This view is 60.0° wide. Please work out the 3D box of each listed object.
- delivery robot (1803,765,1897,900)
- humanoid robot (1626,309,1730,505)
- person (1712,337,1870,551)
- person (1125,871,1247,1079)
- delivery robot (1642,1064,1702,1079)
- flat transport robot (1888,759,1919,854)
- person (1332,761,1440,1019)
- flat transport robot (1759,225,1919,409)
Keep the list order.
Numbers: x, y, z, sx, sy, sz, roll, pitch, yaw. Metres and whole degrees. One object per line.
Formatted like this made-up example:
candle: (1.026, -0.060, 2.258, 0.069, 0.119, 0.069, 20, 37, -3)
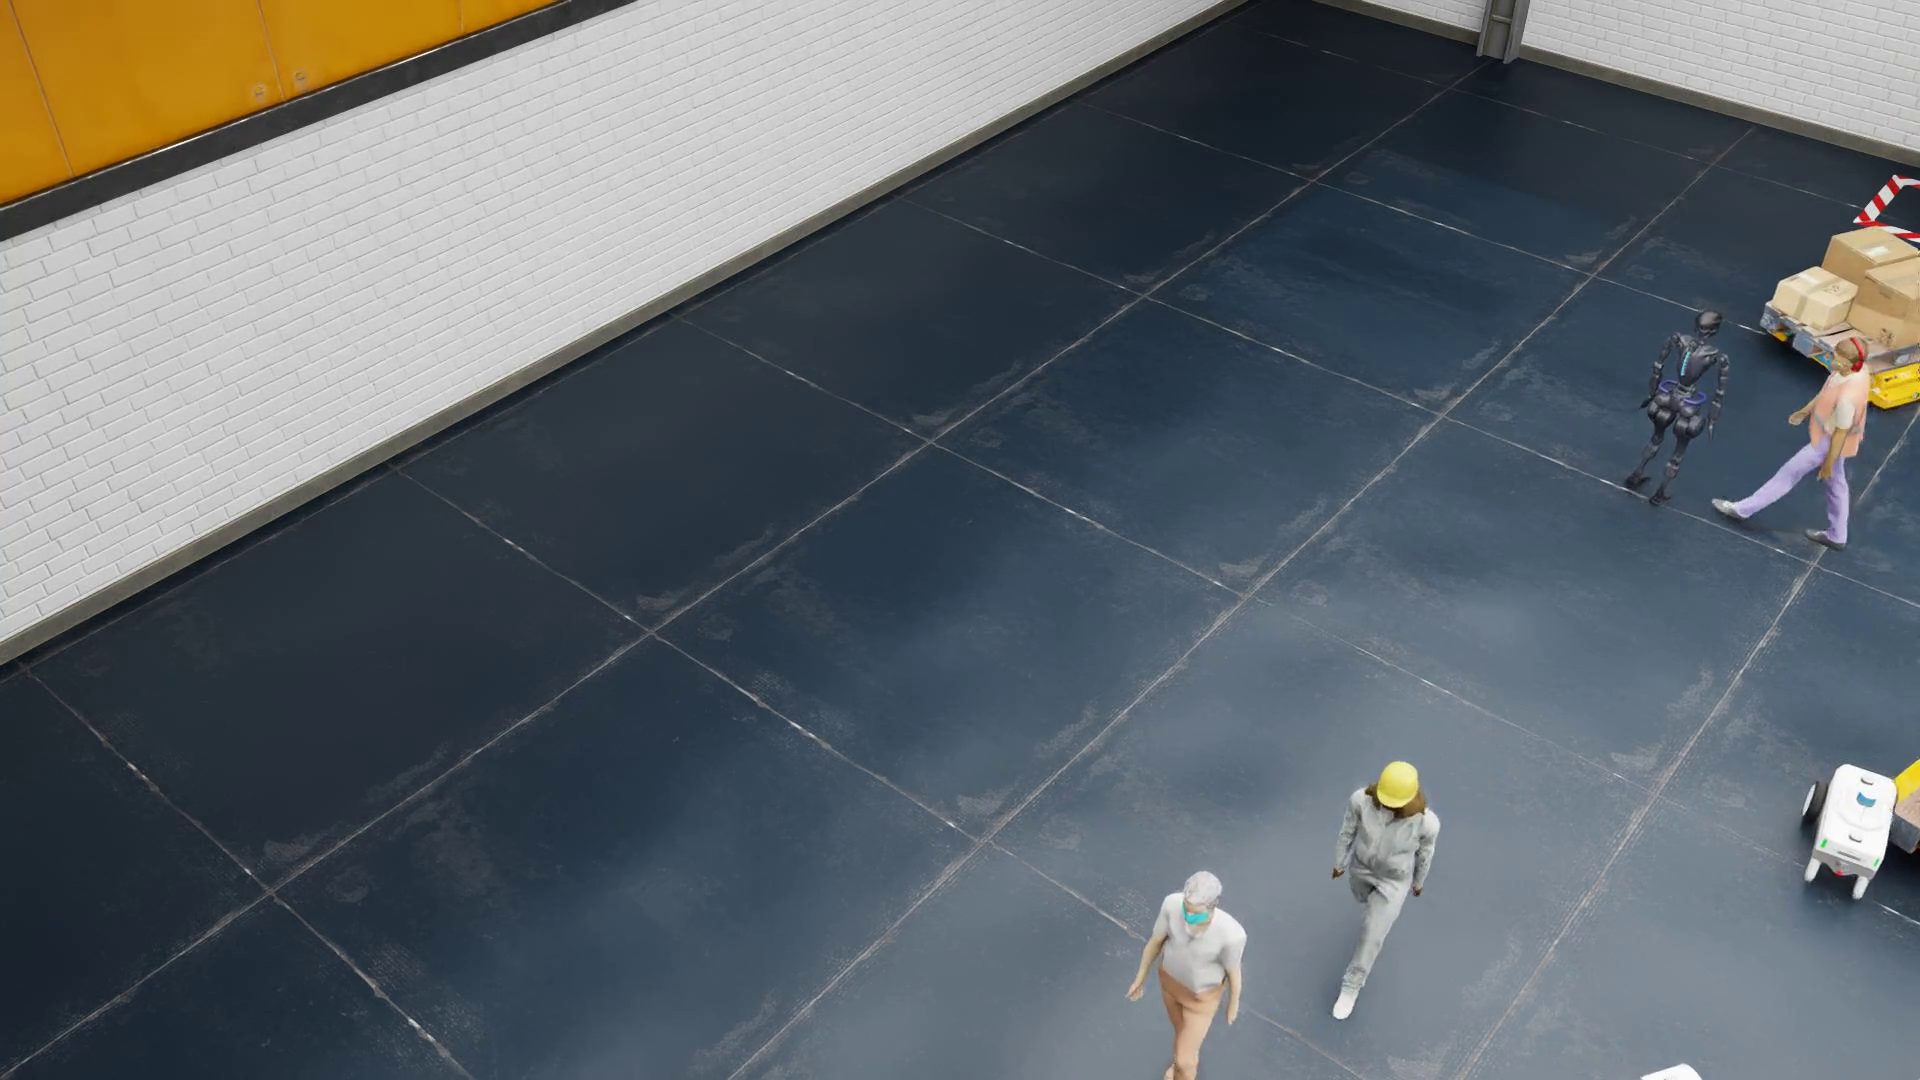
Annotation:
delivery robot: (5.349, 1.700, 9.960, 0.499, 0.610, 0.788, 20, 43, 23)
humanoid robot: (5.391, -0.998, 12.397, 0.375, 1.646, 0.616, -27, 46, -30)
person: (6.175, -0.733, 11.992, 0.991, 1.769, 0.612, 22, 44, 25)
person: (1.082, 2.297, 8.282, 0.480, 1.714, 0.738, 29, 47, 31)
delivery robot: (3.693, 3.045, 8.290, 0.499, 0.609, 0.805, -11, 40, -13)
flat transport robot: (6.264, 1.868, 9.968, 0.659, 0.231, 1.431, -25, 45, -28)
person: (2.288, 1.740, 8.984, 0.486, 1.699, 0.855, 22, 44, 25)
flat transport robot: (7.672, -1.631, 14.310, 0.659, 0.231, 1.431, -14, 41, -17)
